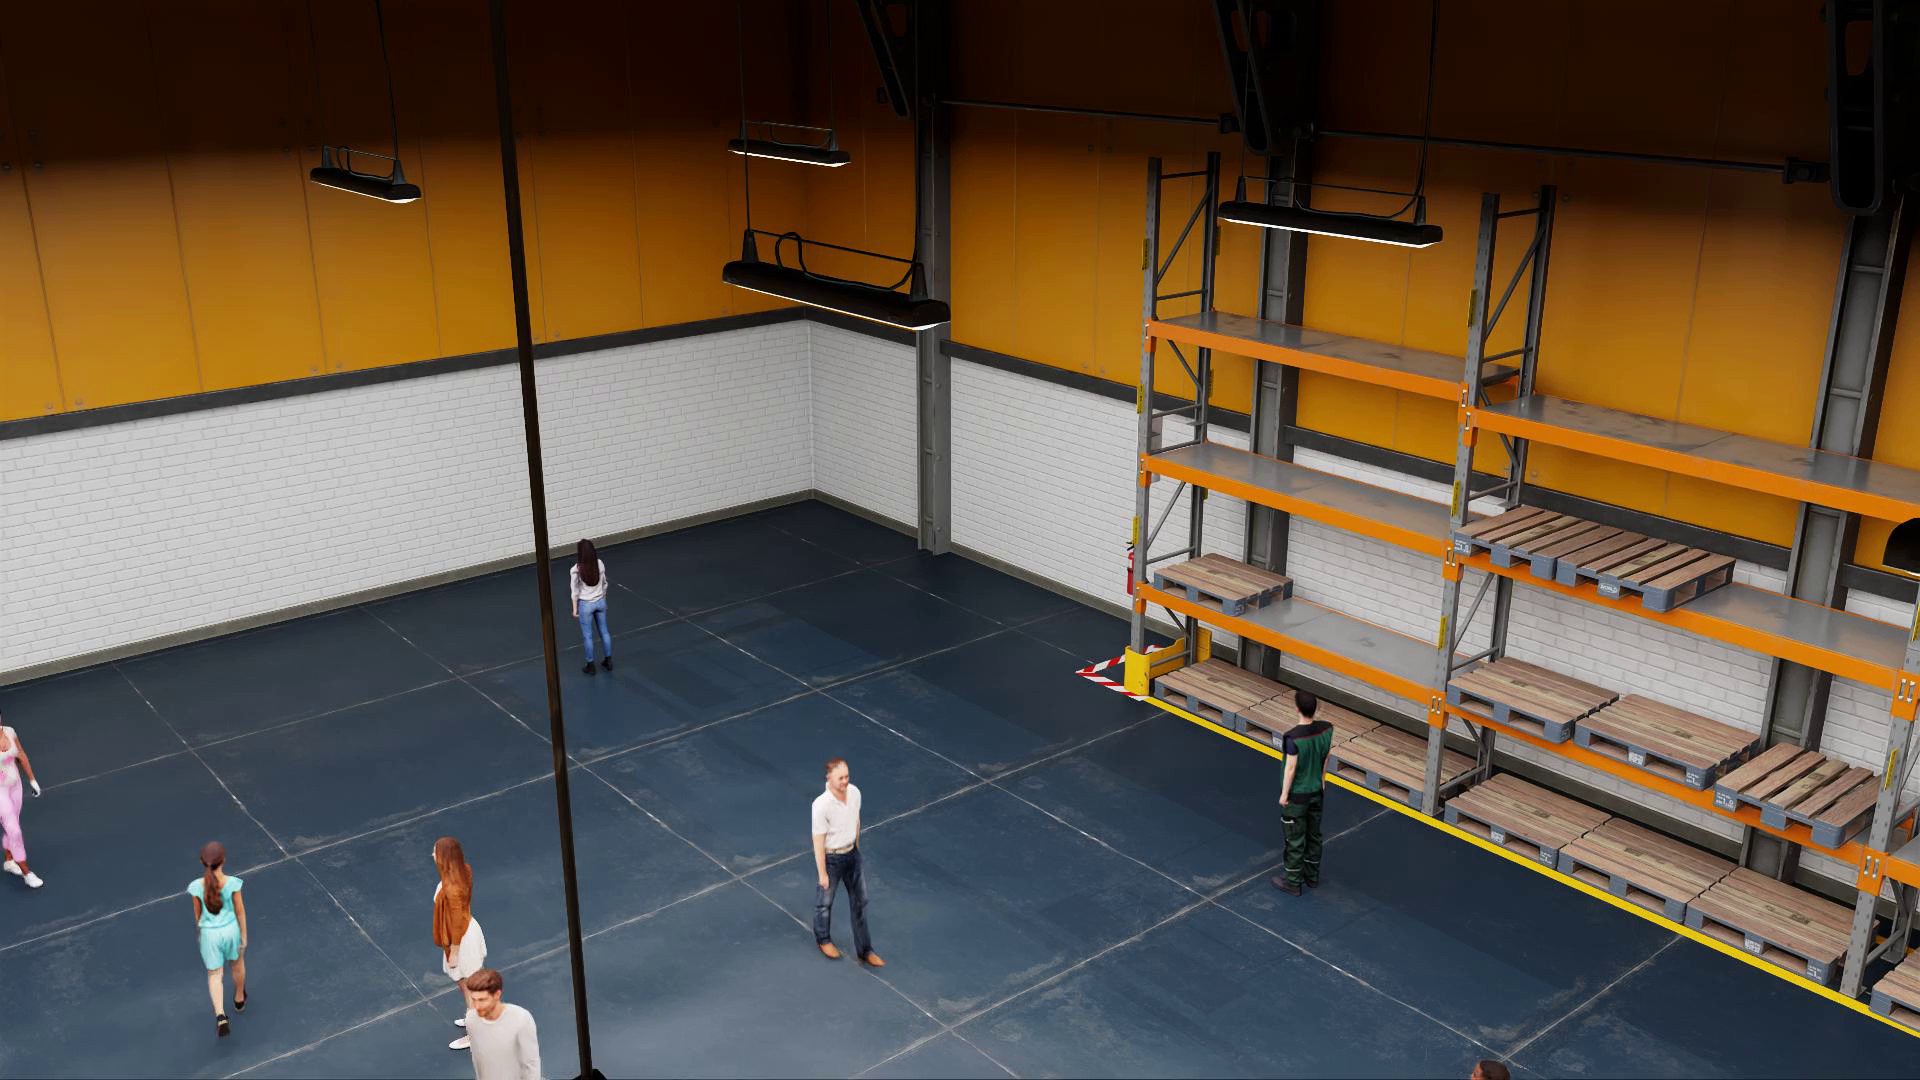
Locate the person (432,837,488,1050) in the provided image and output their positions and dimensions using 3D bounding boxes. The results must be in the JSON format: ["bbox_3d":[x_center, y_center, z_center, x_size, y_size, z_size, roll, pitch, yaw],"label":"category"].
[{"bbox_3d":[-3.767,3.020,12.601,0.770,1.722,0.674,-2,19,-7],"label":"person"}]

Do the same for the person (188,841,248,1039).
[{"bbox_3d":[-5.687,3.057,12.774,0.756,1.542,1.046,-7,20,-19],"label":"person"}]

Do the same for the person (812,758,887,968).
[{"bbox_3d":[-1.077,2.591,13.706,0.660,1.830,0.950,-15,24,-38],"label":"person"}]

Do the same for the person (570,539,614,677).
[{"bbox_3d":[-4.292,0.770,19.428,0.593,1.629,0.510,-16,24,-39],"label":"person"}]

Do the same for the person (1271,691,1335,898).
[{"bbox_3d":[3.039,2.222,14.693,0.699,1.900,0.609,-12,22,-31],"label":"person"}]

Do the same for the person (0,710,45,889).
[{"bbox_3d":[-8.620,2.242,14.911,0.990,1.722,0.825,7,20,21],"label":"person"}]

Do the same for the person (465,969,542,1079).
[{"bbox_3d":[-2.882,3.560,10.780,1.173,1.860,1.252,1,19,3],"label":"person"}]
